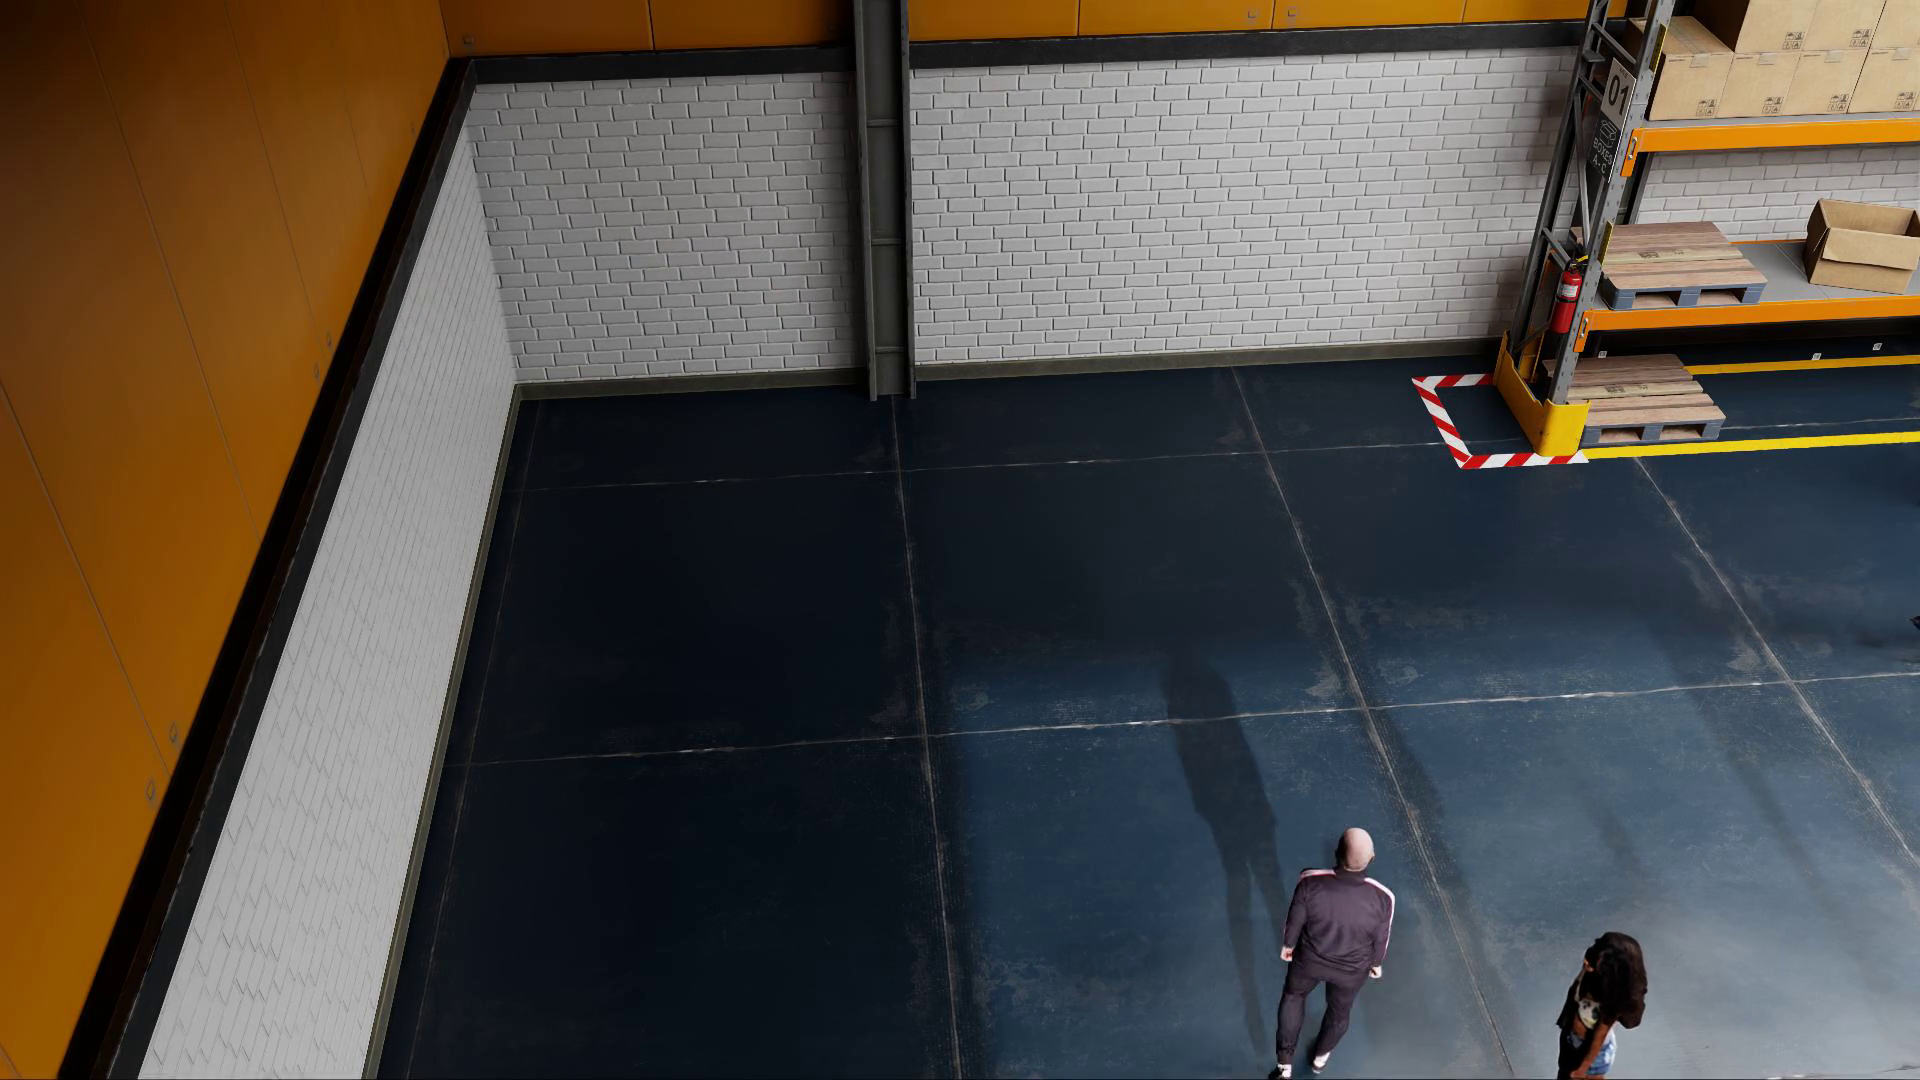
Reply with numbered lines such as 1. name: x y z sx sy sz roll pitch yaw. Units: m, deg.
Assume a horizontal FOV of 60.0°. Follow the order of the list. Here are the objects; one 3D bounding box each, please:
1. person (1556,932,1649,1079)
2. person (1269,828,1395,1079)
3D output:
1. person: 3.111 2.515 8.275 0.591 1.619 0.575 0 39 1
2. person: 1.882 2.224 8.478 0.931 1.820 0.939 13 40 16
